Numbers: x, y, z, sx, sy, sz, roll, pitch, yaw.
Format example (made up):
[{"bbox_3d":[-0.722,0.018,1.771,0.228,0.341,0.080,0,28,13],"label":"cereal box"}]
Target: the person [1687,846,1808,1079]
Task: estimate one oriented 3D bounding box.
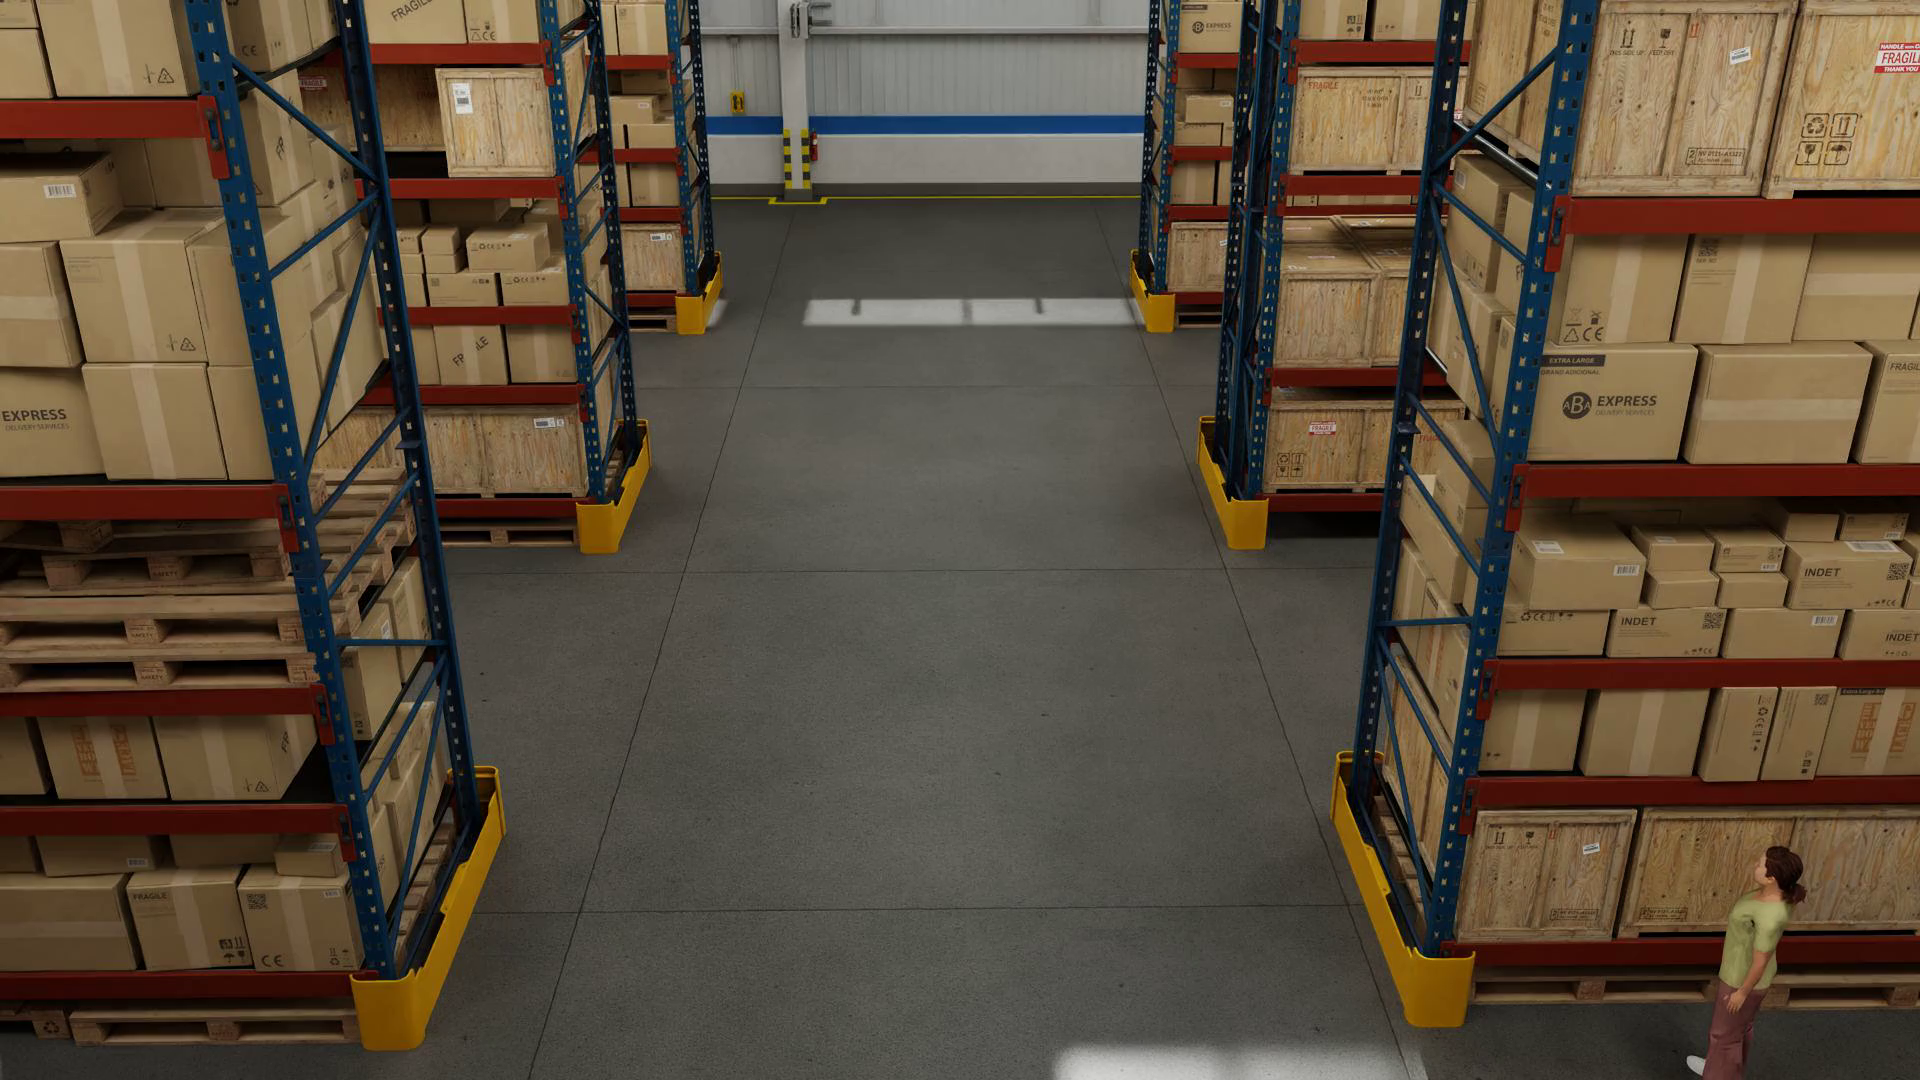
[{"bbox_3d":[4.225,2.352,8.959,0.394,1.672,0.426,17,30,32],"label":"person"}]
